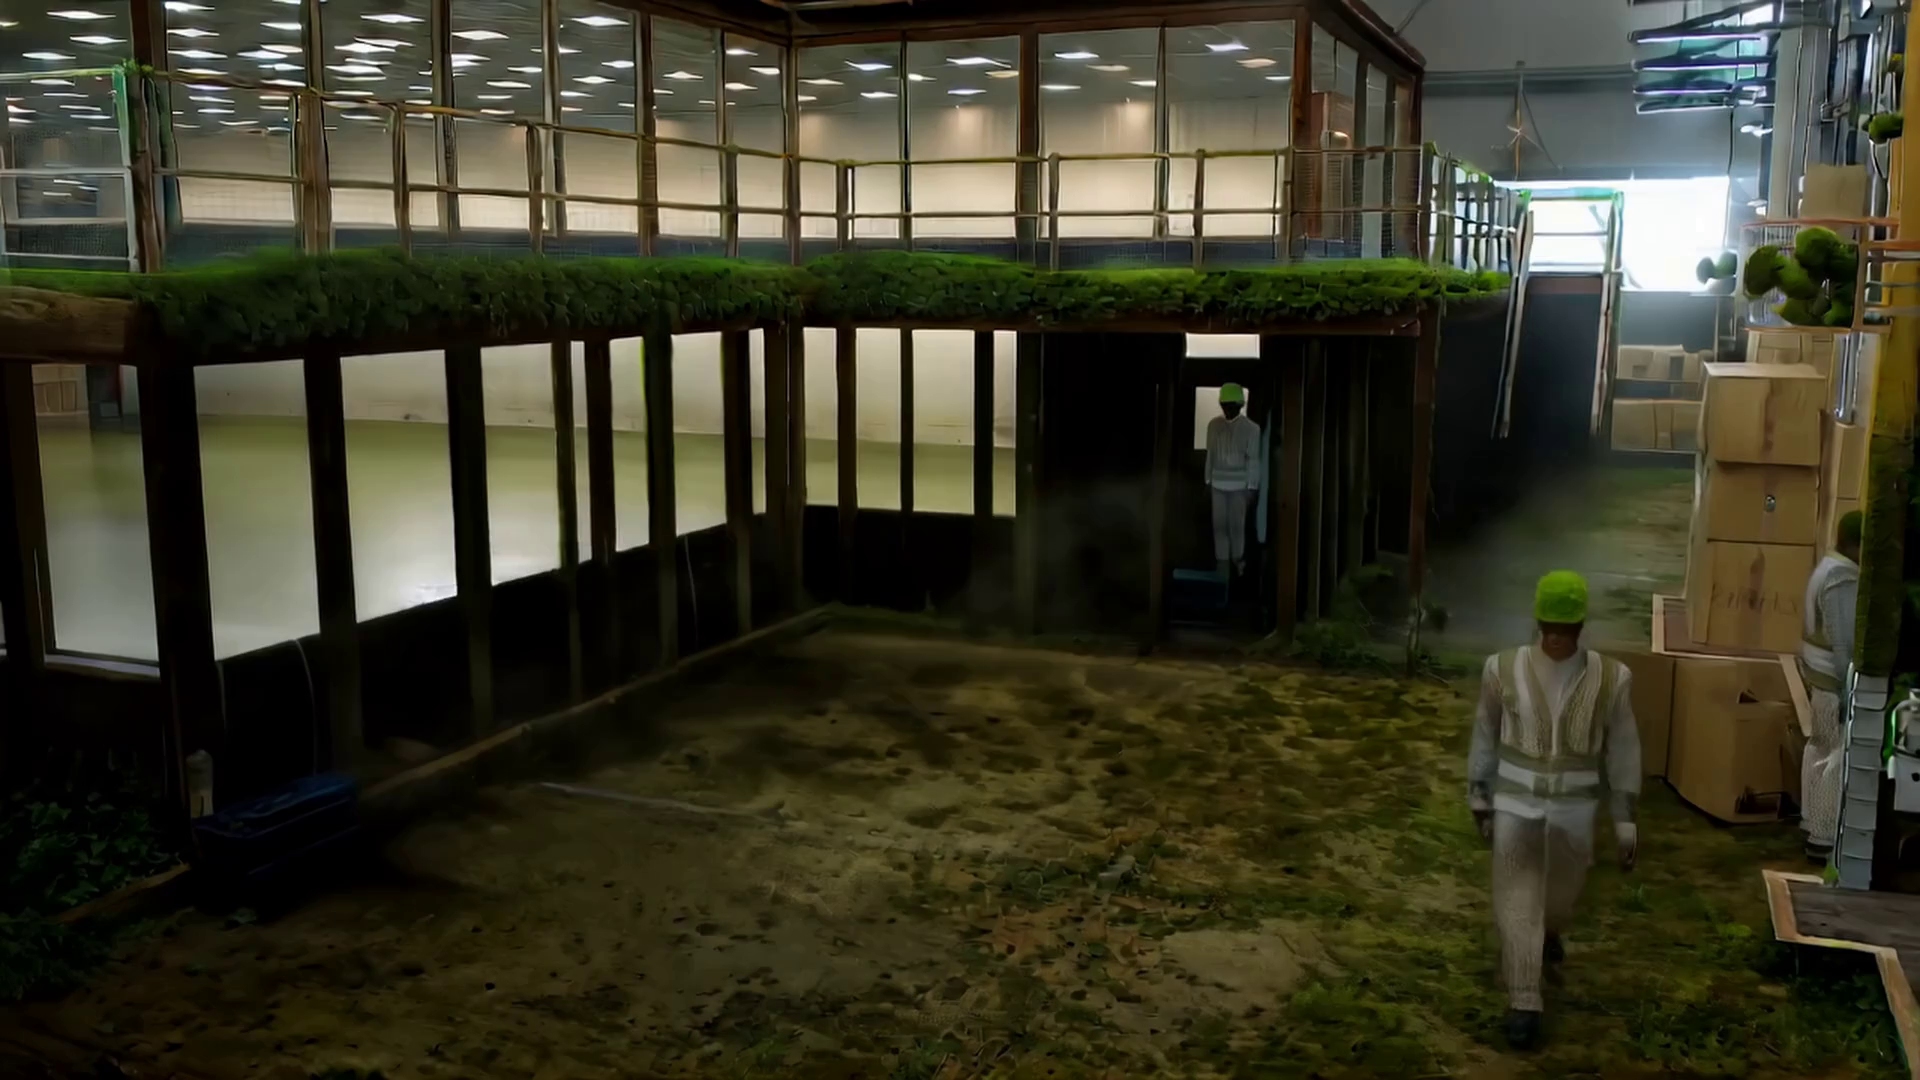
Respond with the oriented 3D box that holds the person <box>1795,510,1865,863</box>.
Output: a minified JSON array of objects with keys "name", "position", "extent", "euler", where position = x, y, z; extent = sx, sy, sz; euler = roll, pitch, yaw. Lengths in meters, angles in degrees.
[{"name":"person","position":[4.593,0.753,8.628],"extent":[0.429,1.839,0.634],"euler":[3,10,20]}]

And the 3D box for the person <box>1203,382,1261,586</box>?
[{"name":"person","position":[2.630,-0.545,16.188],"extent":[0.613,1.986,0.409],"euler":[9,13,42]}]

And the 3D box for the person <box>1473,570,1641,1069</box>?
[{"name":"person","position":[2.382,1.043,6.668],"extent":[0.625,1.902,0.990],"euler":[3,10,17]}]
